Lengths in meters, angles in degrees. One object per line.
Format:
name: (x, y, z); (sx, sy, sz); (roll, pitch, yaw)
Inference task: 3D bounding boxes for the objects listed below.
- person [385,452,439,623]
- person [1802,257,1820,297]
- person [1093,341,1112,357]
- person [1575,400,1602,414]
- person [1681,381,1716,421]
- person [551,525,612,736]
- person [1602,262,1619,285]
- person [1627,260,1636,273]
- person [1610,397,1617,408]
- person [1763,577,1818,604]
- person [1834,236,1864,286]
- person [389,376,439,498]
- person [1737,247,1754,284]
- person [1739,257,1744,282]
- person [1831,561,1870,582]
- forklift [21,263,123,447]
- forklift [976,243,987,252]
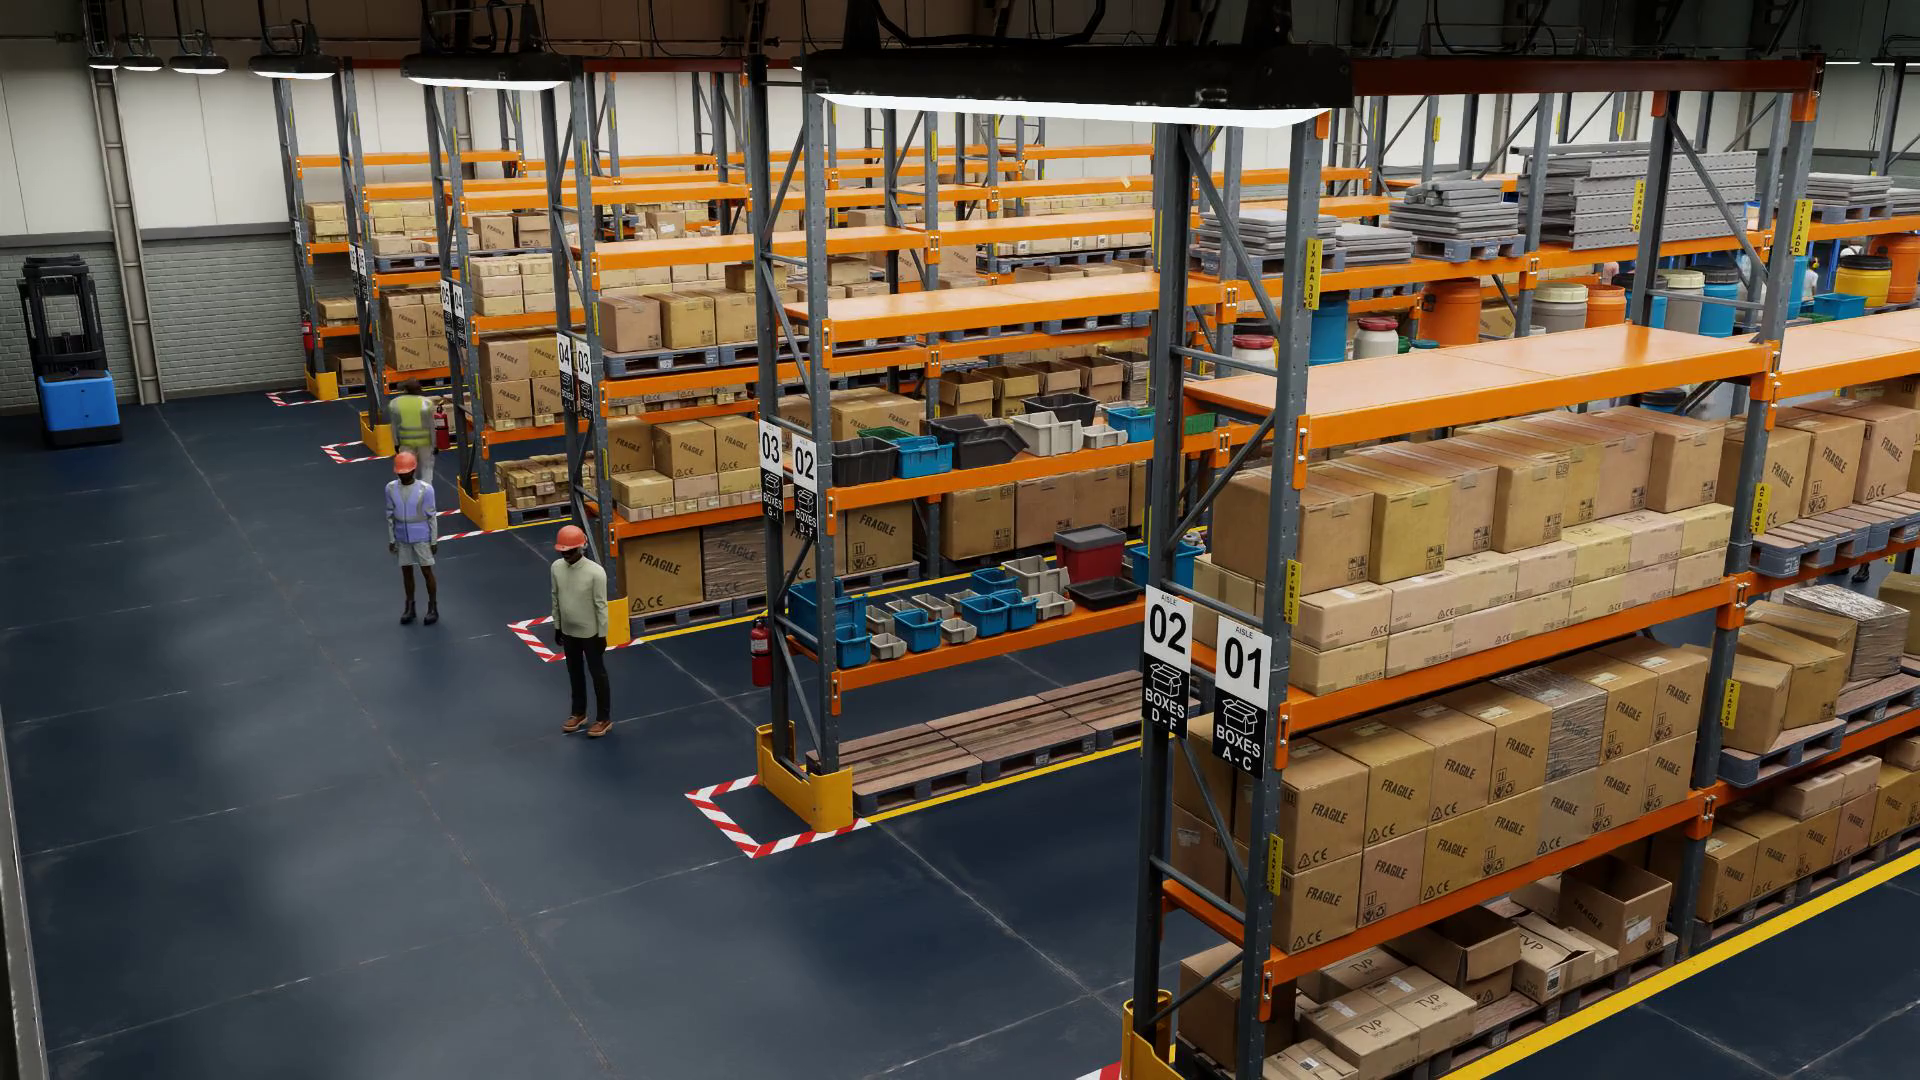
person: (-5.981, -0.029, 17.247); (0.546, 1.929, 0.389); (1, 17, 4)
person: (18.477, -5.261, 34.556); (0.553, 1.838, 0.530); (-4, 17, -11)
person: (2.187, -2.348, 25.045); (0.747, 1.802, 0.612); (-11, 20, -32)
person: (10.671, -2.726, 26.612); (0.489, 1.617, 0.501); (-4, 17, -12)
person: (11.157, -2.076, 24.030); (0.685, 1.884, 0.743); (-4, 17, -13)
person: (-3.465, 0.813, 14.386); (0.614, 1.987, 0.407); (8, 19, 25)
person: (14.661, -5.693, 35.847); (0.406, 1.910, 0.639); (-13, 21, -37)
person: (14.657, -5.201, 34.132); (0.616, 1.975, 0.797); (8, 19, 24)
person: (10.095, -1.989, 23.711); (0.640, 1.913, 0.887); (6, 18, 20)
person: (8.159, 0.641, 15.543); (0.274, 1.632, 0.507); (-12, 21, -35)
person: (21.484, -6.403, 38.025); (0.678, 2.000, 0.927); (-3, 17, -8)
person: (-7.484, -1.344, 21.728); (0.640, 1.821, 0.584); (-1, 17, -5)
person: (18.552, -6.183, 37.456); (0.961, 1.901, 0.657); (5, 18, 14)
person: (19.231, -6.379, 38.496); (0.672, 1.677, 0.551); (13, 21, 36)
person: (10.696, -0.474, 18.689); (0.372, 1.933, 0.552); (-10, 19, -29)
forklift: (-14.518, -3.079, 25.708); (1.129, 2.768, 1.873); (-10, 20, -31)
forklift: (0.988, -5.474, 34.718); (1.214, 2.155, 2.313); (-10, 20, -31)
